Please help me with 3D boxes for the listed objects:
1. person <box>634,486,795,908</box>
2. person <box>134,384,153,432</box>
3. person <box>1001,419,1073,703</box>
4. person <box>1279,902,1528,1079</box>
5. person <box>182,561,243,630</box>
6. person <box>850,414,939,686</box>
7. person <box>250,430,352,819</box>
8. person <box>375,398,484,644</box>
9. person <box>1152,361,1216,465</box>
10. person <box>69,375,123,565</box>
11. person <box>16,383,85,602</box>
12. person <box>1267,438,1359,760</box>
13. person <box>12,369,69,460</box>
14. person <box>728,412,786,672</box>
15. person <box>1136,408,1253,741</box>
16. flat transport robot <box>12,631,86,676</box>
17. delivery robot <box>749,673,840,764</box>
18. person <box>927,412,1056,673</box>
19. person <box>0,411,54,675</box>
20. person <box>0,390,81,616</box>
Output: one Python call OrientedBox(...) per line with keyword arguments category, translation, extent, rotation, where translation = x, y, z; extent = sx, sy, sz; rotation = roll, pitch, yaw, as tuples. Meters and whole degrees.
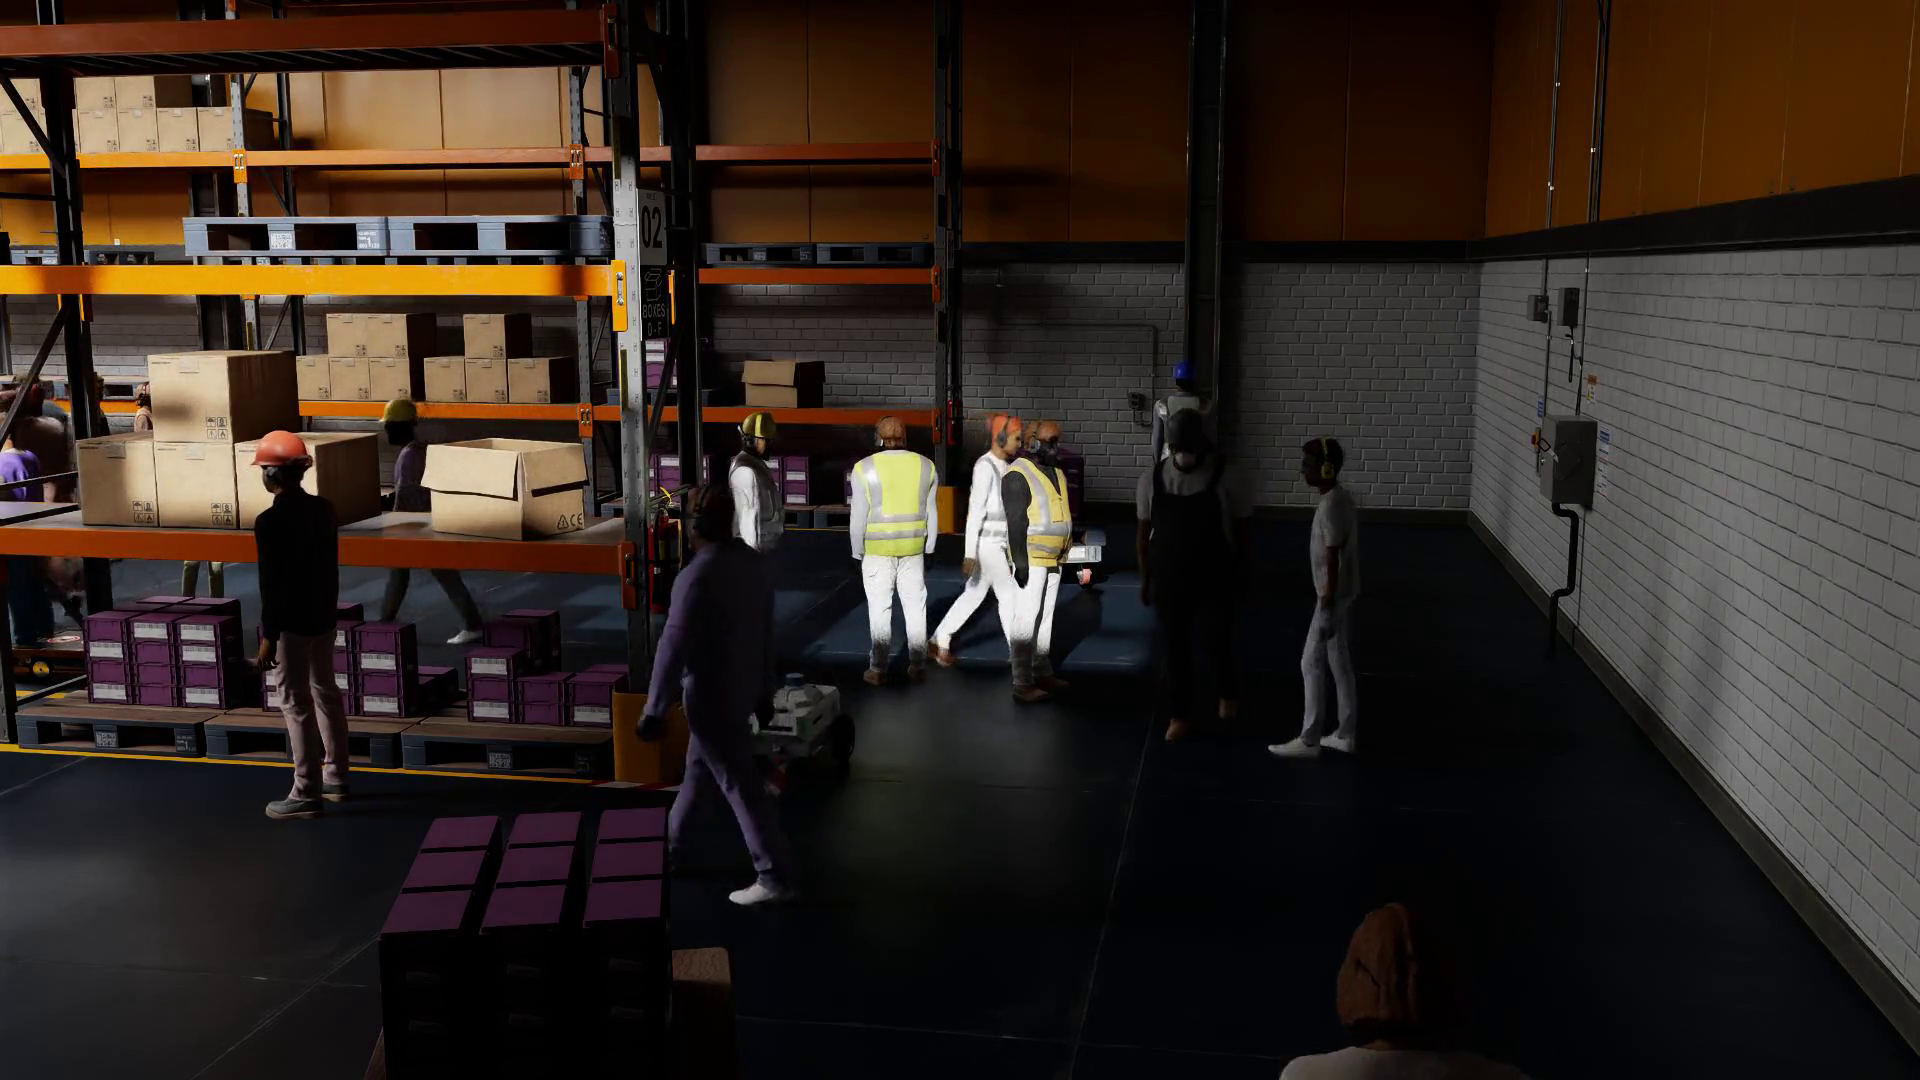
OrientedBox(category="person", translation=(-1.141, 0.687, 7.382), extent=(0.986, 1.854, 0.663), rotation=(3, 10, 21))
OrientedBox(category="person", translation=(-8.431, -0.807, 17.330), extent=(0.307, 1.641, 0.514), rotation=(-4, 10, -21))
OrientedBox(category="person", translation=(0.526, 0.124, 10.931), extent=(0.429, 1.844, 0.627), rotation=(5, 10, 29))
OrientedBox(category="person", translation=(0.838, 1.517, 3.106), extent=(0.510, 1.591, 0.769), rotation=(0, 9, 0))
OrientedBox(category="person", translation=(-5.809, -0.194, 12.812), extent=(0.328, 1.874, 0.521), rotation=(6, 11, 33))
OrientedBox(category="person", translation=(-0.457, 0.069, 11.280), extent=(0.634, 1.839, 0.429), rotation=(-4, 10, -21))
OrientedBox(category="person", translation=(-3.413, 0.431, 8.551), extent=(0.396, 1.991, 0.623), rotation=(2, 9, 11))
OrientedBox(category="person", translation=(-4.048, -0.121, 12.382), extent=(1.030, 1.869, 0.591), rotation=(-3, 10, -19))
OrientedBox(category="person", translation=(2.147, -0.738, 15.947), extent=(0.613, 1.947, 0.388), rotation=(1, 9, 8))
OrientedBox(category="person", translation=(-8.247, -0.668, 15.838), extent=(0.326, 1.842, 0.517), rotation=(-1, 9, -5))
OrientedBox(category="person", translation=(-7.737, -0.390, 14.052), extent=(0.427, 1.871, 0.577), rotation=(0, 9, -3))
OrientedBox(category="person", translation=(2.062, 0.343, 9.579), extent=(0.528, 1.851, 0.607), rotation=(4, 10, 21))
OrientedBox(category="person", translation=(-8.488, -0.599, 15.217), extent=(0.662, 1.904, 0.442), rotation=(-9, 13, -43))
OrientedBox(category="person", translation=(-1.429, 0.009, 11.707), extent=(0.403, 1.823, 0.588), rotation=(0, 9, -1))
OrientedBox(category="person", translation=(1.383, 0.182, 9.953), extent=(0.711, 2.000, 0.608), rotation=(4, 10, 23))
OrientedBox(category="flat transport robot", translation=(-5.919, 0.796, 11.619), extent=(1.431, 0.197, 0.652), rotation=(1, 9, 8))
OrientedBox(category="delivery robot", translation=(-0.916, 0.987, 9.268), extent=(0.477, 0.478, 0.707), rotation=(2, 9, 12))
OrientedBox(category="person", translation=(0.166, 0.028, 11.568), extent=(0.961, 1.841, 0.612), rotation=(2, 9, 13))
OrientedBox(category="person", translation=(-6.547, 0.022, 11.584), extent=(0.379, 1.836, 0.561), rotation=(-1, 9, -5))
OrientedBox(category="person", translation=(-7.365, -0.252, 13.150), extent=(0.416, 1.876, 0.697), rotation=(5, 10, 26))
